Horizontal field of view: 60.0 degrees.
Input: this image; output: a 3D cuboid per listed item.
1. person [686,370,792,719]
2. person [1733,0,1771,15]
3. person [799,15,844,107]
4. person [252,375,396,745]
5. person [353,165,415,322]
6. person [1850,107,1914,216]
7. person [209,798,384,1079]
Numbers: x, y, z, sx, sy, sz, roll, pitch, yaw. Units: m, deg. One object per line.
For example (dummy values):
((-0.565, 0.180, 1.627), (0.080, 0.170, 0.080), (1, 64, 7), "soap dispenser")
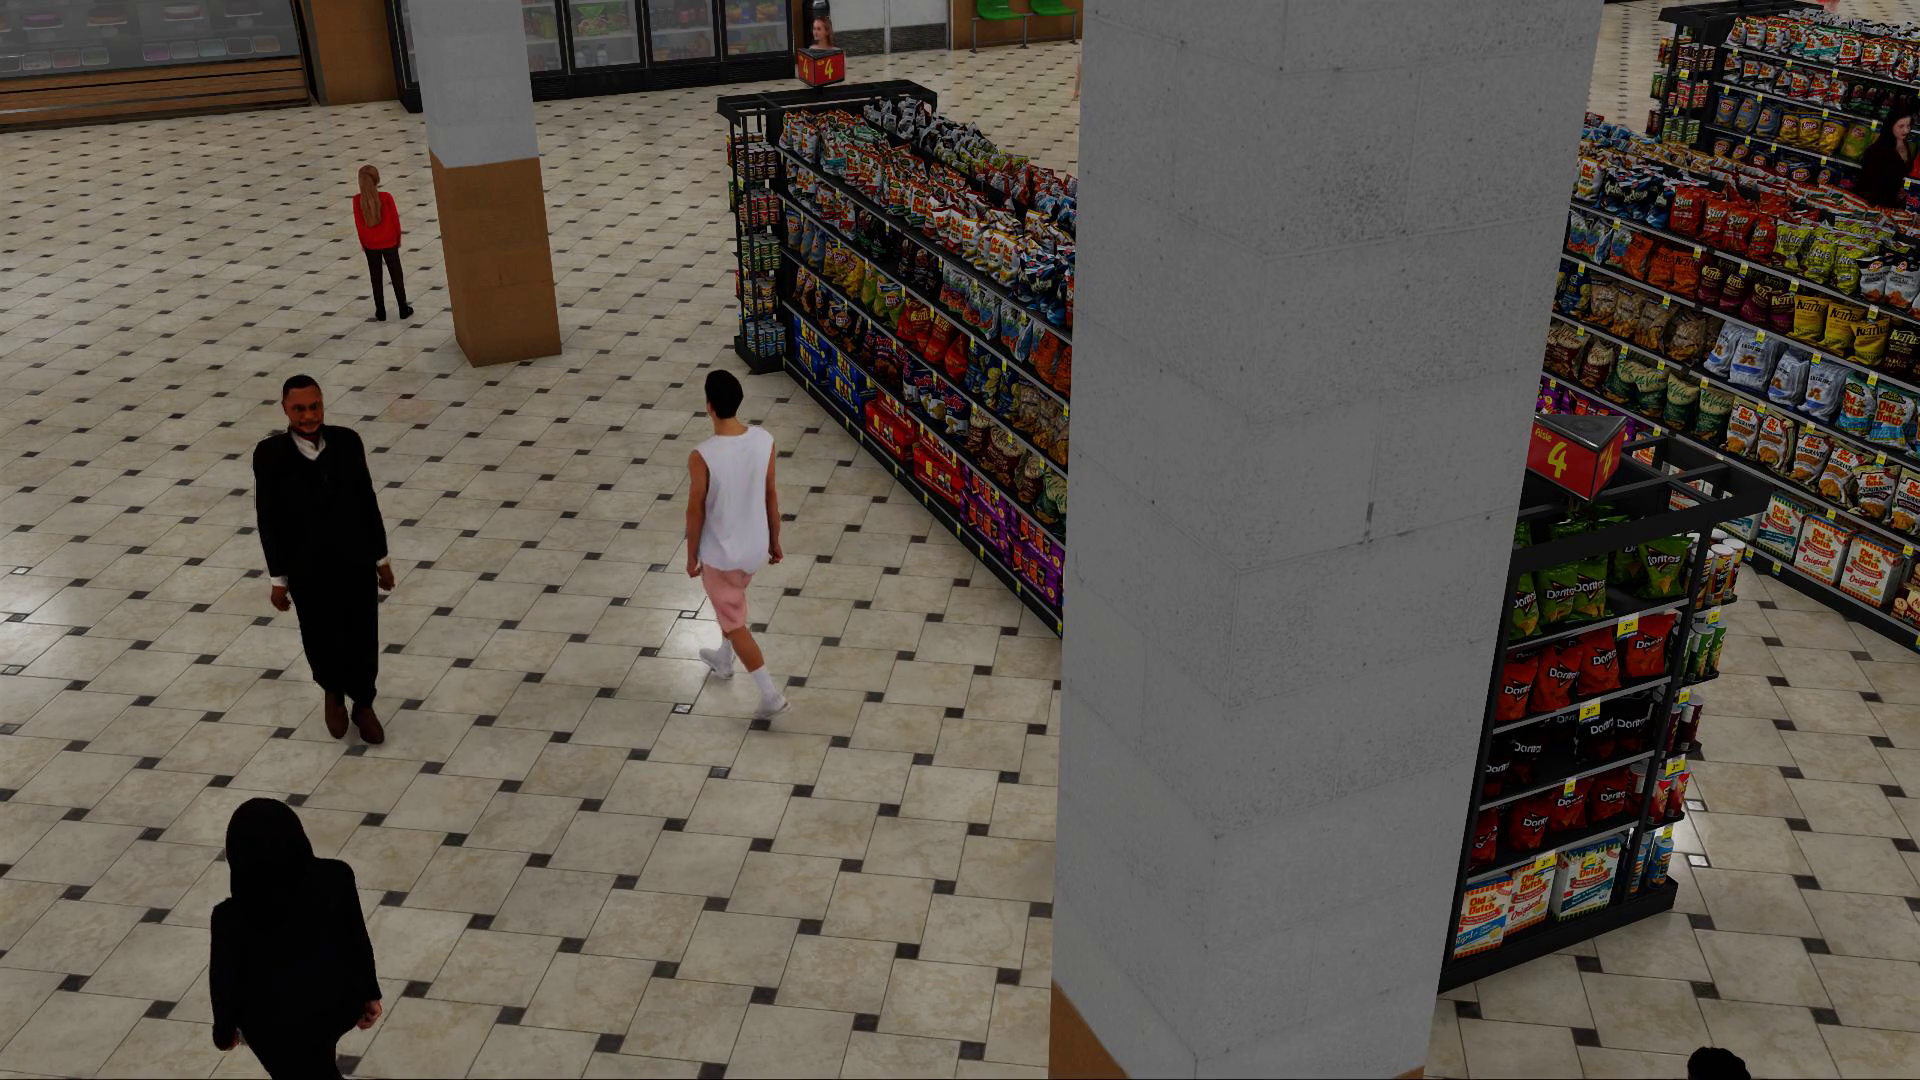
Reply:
((-1.080, 0.071, 8.162), (0.851, 1.753, 1.183), (-21, 34, -36), "person")
((9.201, -5.737, 19.465), (1.263, 1.887, 1.075), (23, 35, 38), "person")
((-1.318, -4.402, 16.953), (1.137, 1.777, 0.948), (22, 34, 36), "person")
((-3.048, 0.079, 7.981), (0.763, 1.901, 0.728), (-16, 31, -29), "person")
((-4.749, -2.437, 13.628), (0.530, 1.281, 0.548), (-6, 28, -12), "person")
((7.437, -2.716, 13.699), (0.824, 1.714, 0.798), (18, 32, 32), "person")
((-2.070, 1.587, 5.369), (1.200, 1.574, 0.987), (18, 32, 32), "person")
